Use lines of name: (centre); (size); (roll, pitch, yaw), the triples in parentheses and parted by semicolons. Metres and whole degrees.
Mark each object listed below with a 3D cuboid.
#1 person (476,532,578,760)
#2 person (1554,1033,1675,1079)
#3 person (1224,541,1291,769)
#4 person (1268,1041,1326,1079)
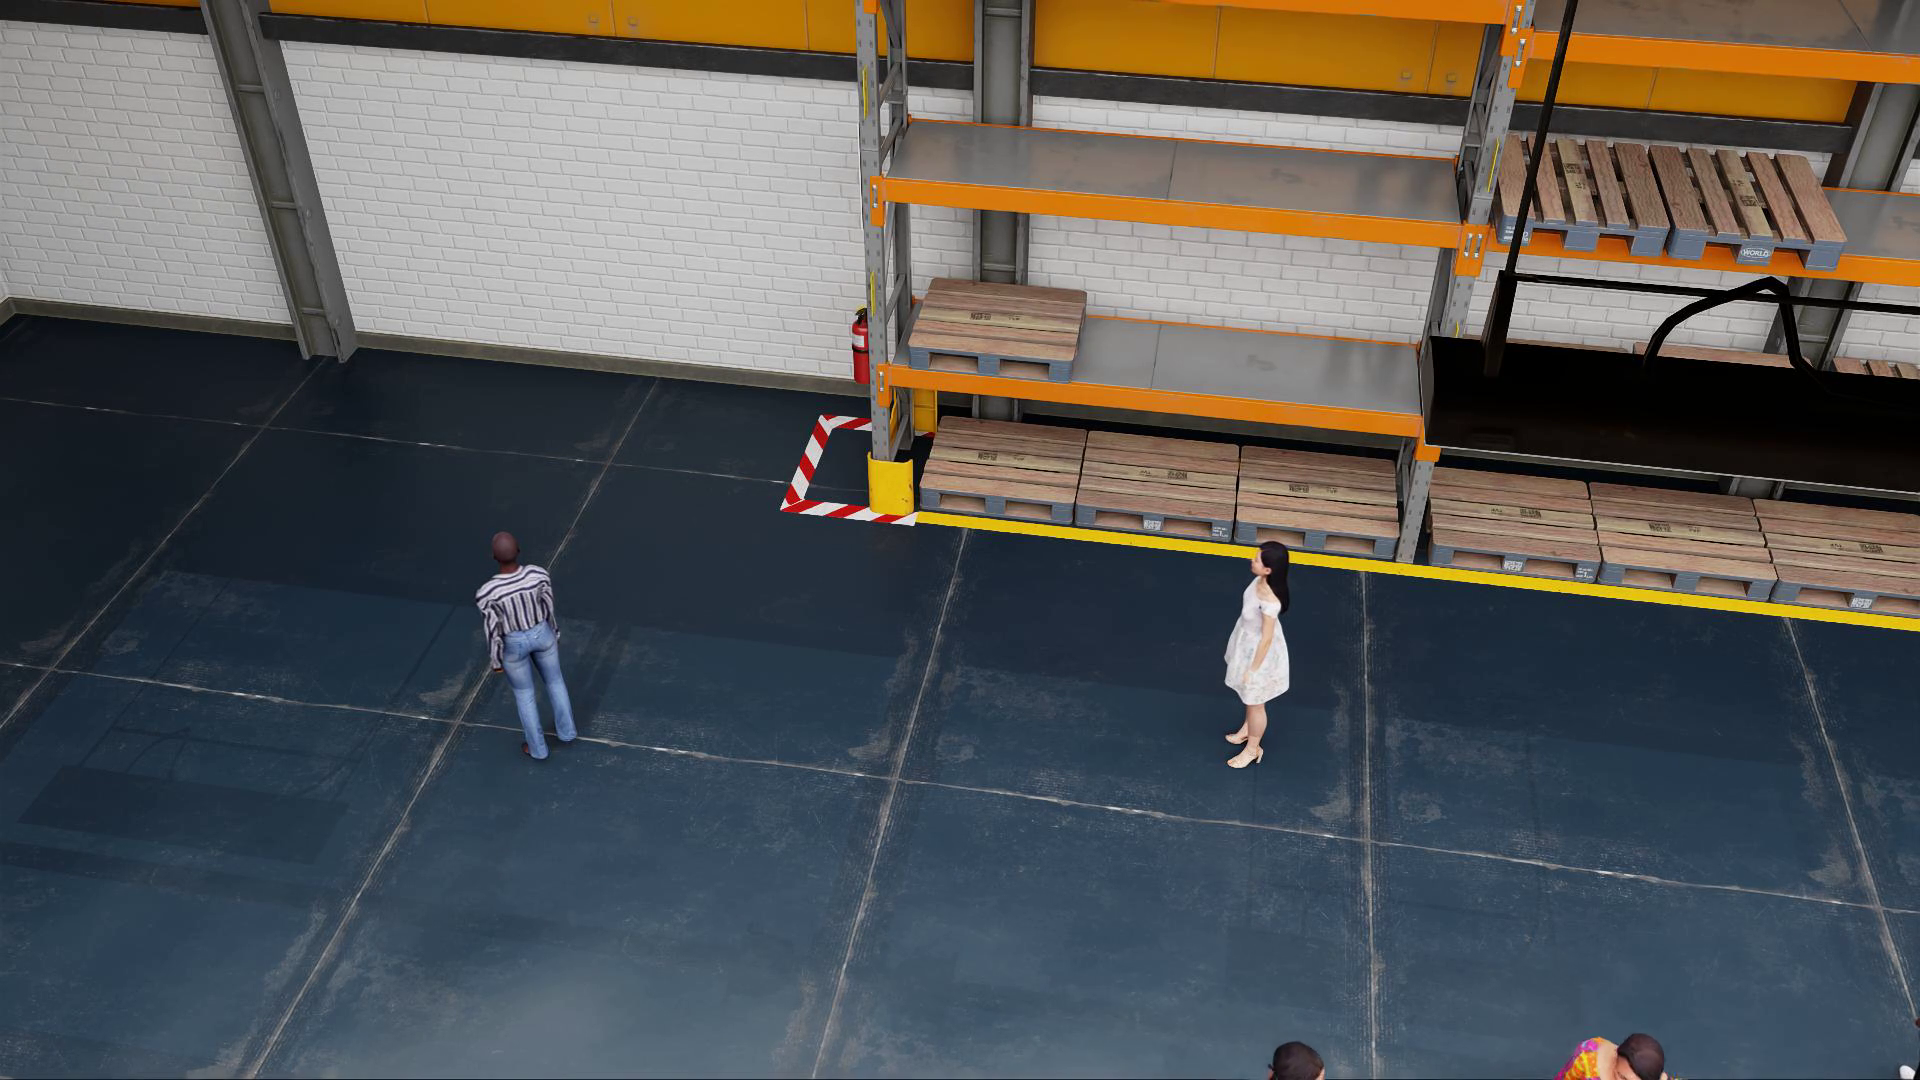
person: (-2.702, 0.669, 10.402); (0.690, 1.796, 0.741); (-25, 45, -28)
person: (3.067, 2.741, 7.924); (1.188, 1.651, 0.981); (19, 42, 22)
person: (1.851, 0.713, 10.364); (0.625, 1.774, 0.642); (5, 39, 6)
person: (1.371, 2.839, 7.789); (1.191, 1.667, 0.763); (13, 40, 16)
